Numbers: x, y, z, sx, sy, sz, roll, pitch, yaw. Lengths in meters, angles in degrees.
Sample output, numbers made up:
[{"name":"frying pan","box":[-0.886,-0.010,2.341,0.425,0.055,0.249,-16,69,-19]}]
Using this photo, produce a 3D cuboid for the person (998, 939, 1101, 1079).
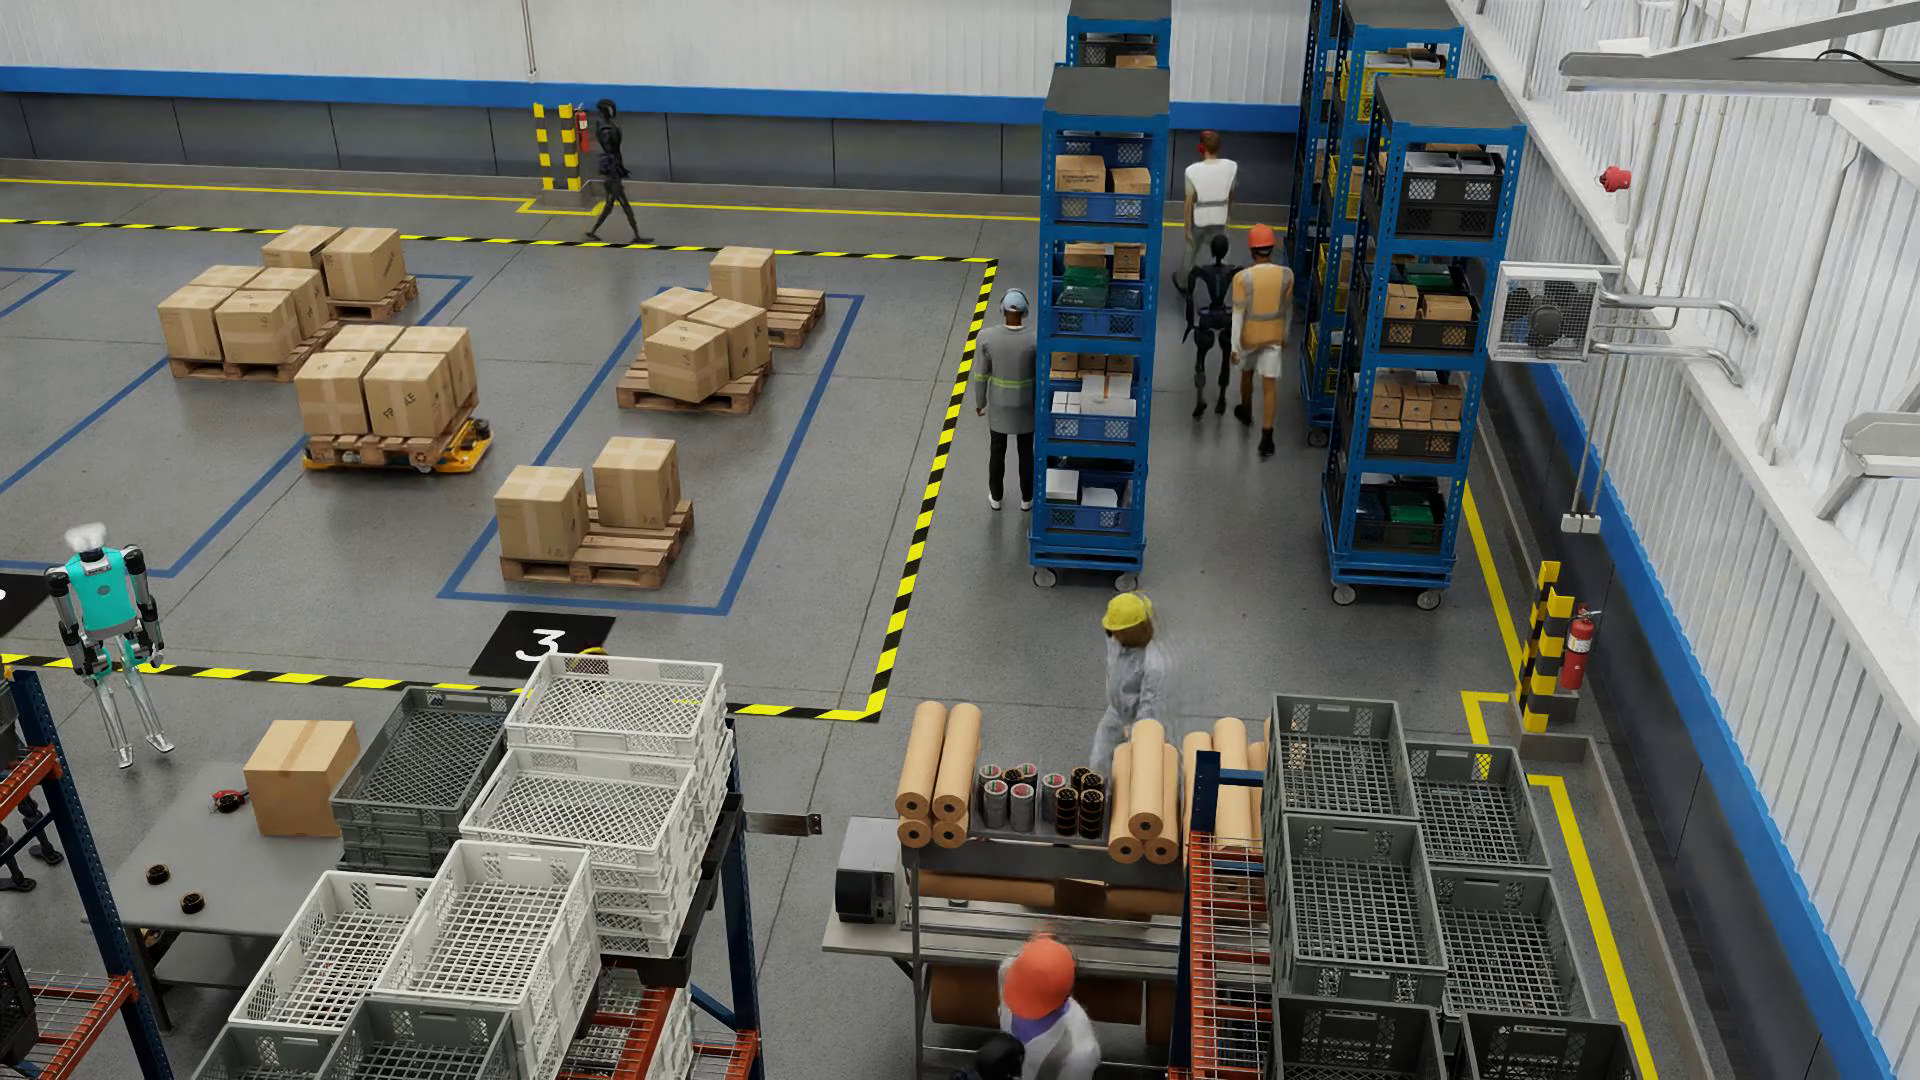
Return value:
[{"name":"person","box":[0.296,2.365,6.896,0.844,1.992,0.639,-23,37,-34]}]

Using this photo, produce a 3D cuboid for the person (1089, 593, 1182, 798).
[{"name":"person","box":[0.998,1.013,9.515,0.921,1.686,0.488,-20,36,-30]}]

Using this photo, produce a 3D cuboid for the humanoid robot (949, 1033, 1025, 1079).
[{"name":"humanoid robot","box":[0.172,2.617,6.768,0.603,1.653,0.355,23,37,34]}]

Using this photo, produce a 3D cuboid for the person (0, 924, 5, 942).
[{"name":"person","box":[-5.452,1.424,8.601,0.402,1.909,0.597,19,35,29]}]

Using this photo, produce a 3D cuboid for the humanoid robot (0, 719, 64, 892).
[{"name":"humanoid robot","box":[-5.406,1.212,9.176,0.315,1.657,0.599,9,31,16]}]

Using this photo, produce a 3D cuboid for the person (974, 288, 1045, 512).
[{"name":"person","box":[0.414,-1.096,12.982,0.598,1.850,0.393,3,30,5]}]

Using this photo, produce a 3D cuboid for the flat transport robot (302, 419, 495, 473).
[{"name":"flat transport robot","box":[-4.742,-0.823,14.060,1.431,0.197,0.652,2,30,3]}]

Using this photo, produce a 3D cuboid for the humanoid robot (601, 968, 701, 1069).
[{"name":"humanoid robot","box":[-1.488,2.056,7.641,0.726,1.753,0.532,-9,31,-15]}]

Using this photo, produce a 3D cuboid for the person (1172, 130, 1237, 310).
[{"name":"person","box":[2.464,-3.218,16.682,0.570,1.790,0.984,-5,31,-9]}]

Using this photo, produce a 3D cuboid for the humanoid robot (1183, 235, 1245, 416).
[{"name":"humanoid robot","box":[2.241,-1.846,14.449,0.587,1.650,0.438,2,30,4]}]

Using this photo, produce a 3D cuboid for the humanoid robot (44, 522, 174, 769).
[{"name":"humanoid robot","box":[-5.168,0.570,10.101,0.533,1.677,0.735,-21,36,-32]}]

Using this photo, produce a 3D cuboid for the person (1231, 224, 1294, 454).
[{"name":"person","box":[2.535,-1.693,13.993,0.558,1.877,0.988,-3,30,-5]}]

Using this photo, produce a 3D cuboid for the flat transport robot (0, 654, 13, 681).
[{"name":"flat transport robot","box":[-7.142,0.969,11.010,1.431,0.231,0.659,3,30,6]}]

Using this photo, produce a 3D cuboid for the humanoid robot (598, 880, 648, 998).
[{"name":"humanoid robot","box":[-1.771,1.845,8.096,0.616,1.649,0.304,0,30,1]}]

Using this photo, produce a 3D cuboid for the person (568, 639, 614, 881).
[{"name":"person","box":[-1.855,1.338,8.796,0.520,1.879,0.380,-8,31,-14]}]

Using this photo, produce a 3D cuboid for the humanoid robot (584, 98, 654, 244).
[{"name":"humanoid robot","box":[-3.833,-4.043,18.281,0.779,1.647,0.589,-2,30,-3]}]
